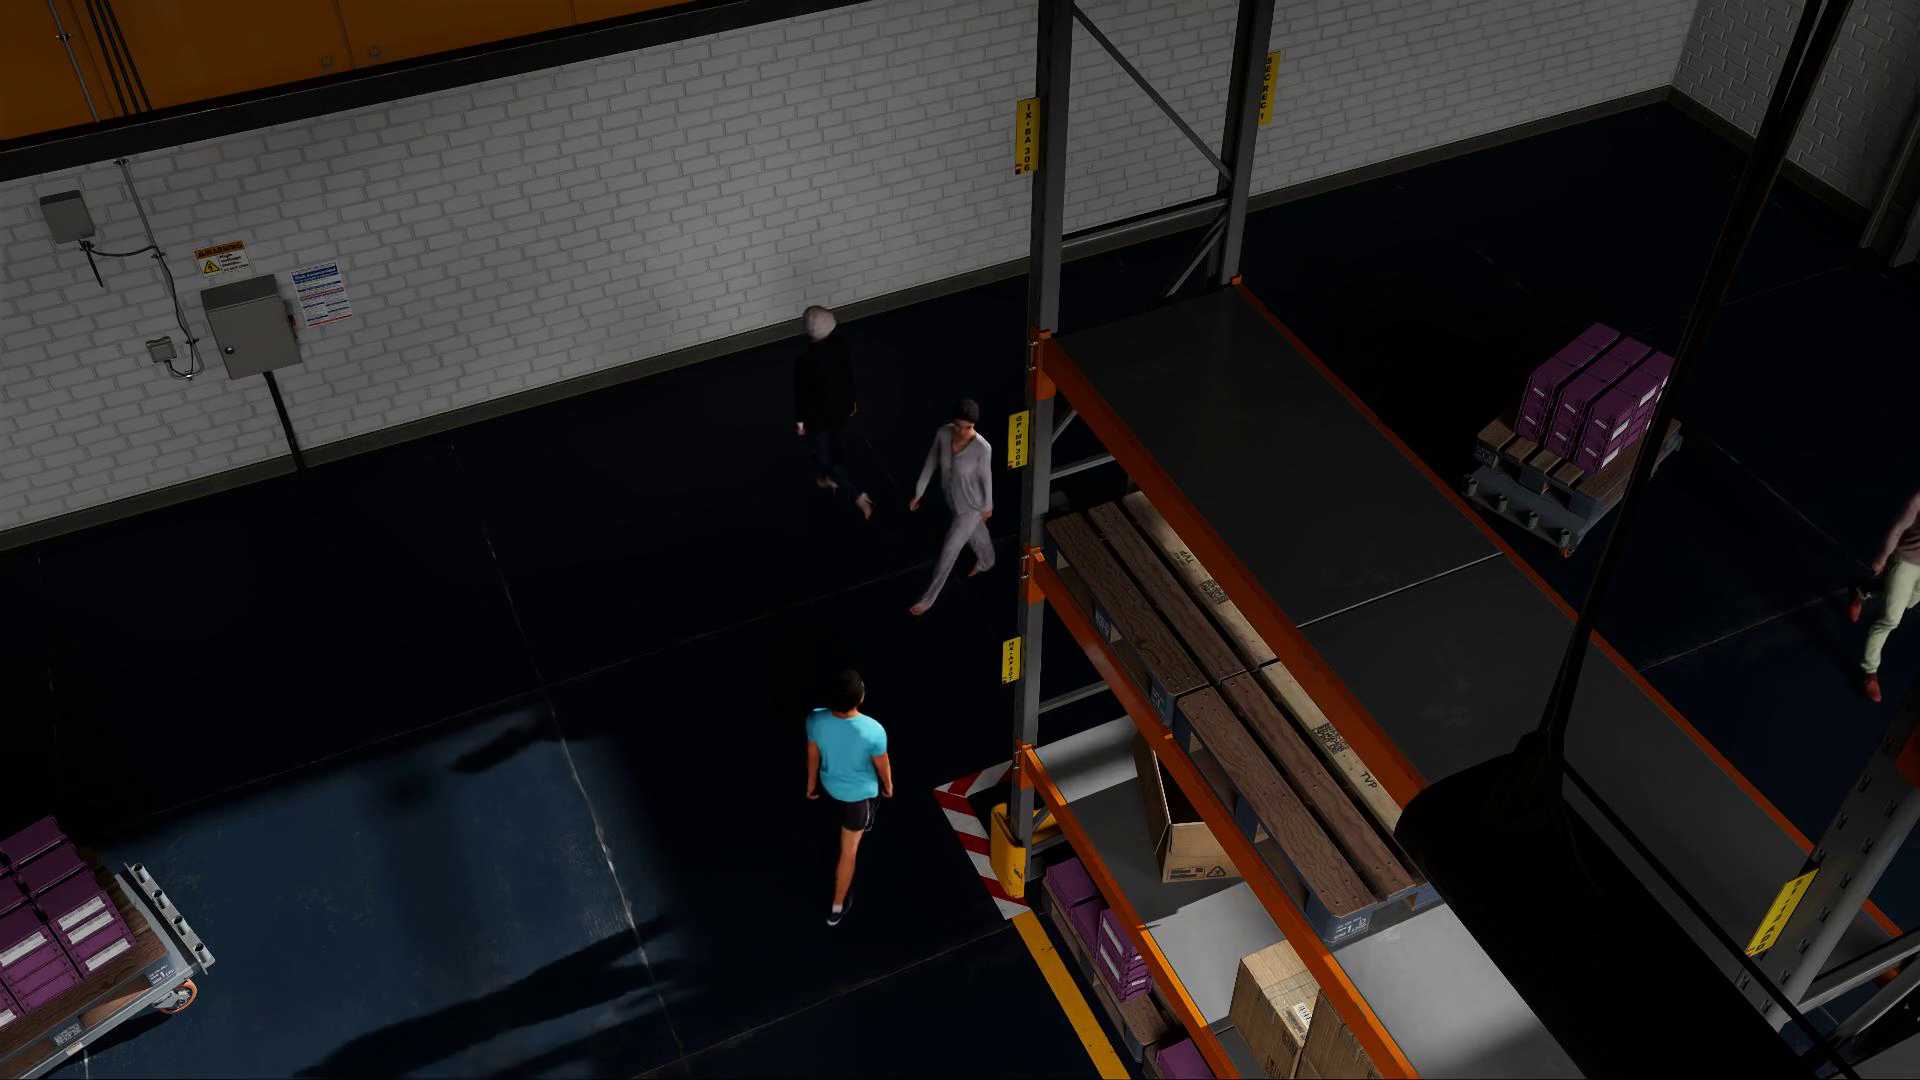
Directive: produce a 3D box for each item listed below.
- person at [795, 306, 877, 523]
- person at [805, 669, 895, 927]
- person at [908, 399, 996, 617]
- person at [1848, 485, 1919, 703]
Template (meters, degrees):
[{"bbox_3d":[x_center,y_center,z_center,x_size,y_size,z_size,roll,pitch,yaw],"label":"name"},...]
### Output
[{"bbox_3d":[-0.852,-0.880,11.705,0.941,1.770,1.083,-32,52,-29],"label":"person"},{"bbox_3d":[-0.649,1.479,9.409,1.152,1.713,1.219,14,45,14],"label":"person"},{"bbox_3d":[0.089,-0.311,11.281,0.960,1.723,1.109,-33,52,-30],"label":"person"},{"bbox_3d":[6.152,0.089,10.771,0.976,1.848,1.263,-2,44,-2],"label":"person"}]
